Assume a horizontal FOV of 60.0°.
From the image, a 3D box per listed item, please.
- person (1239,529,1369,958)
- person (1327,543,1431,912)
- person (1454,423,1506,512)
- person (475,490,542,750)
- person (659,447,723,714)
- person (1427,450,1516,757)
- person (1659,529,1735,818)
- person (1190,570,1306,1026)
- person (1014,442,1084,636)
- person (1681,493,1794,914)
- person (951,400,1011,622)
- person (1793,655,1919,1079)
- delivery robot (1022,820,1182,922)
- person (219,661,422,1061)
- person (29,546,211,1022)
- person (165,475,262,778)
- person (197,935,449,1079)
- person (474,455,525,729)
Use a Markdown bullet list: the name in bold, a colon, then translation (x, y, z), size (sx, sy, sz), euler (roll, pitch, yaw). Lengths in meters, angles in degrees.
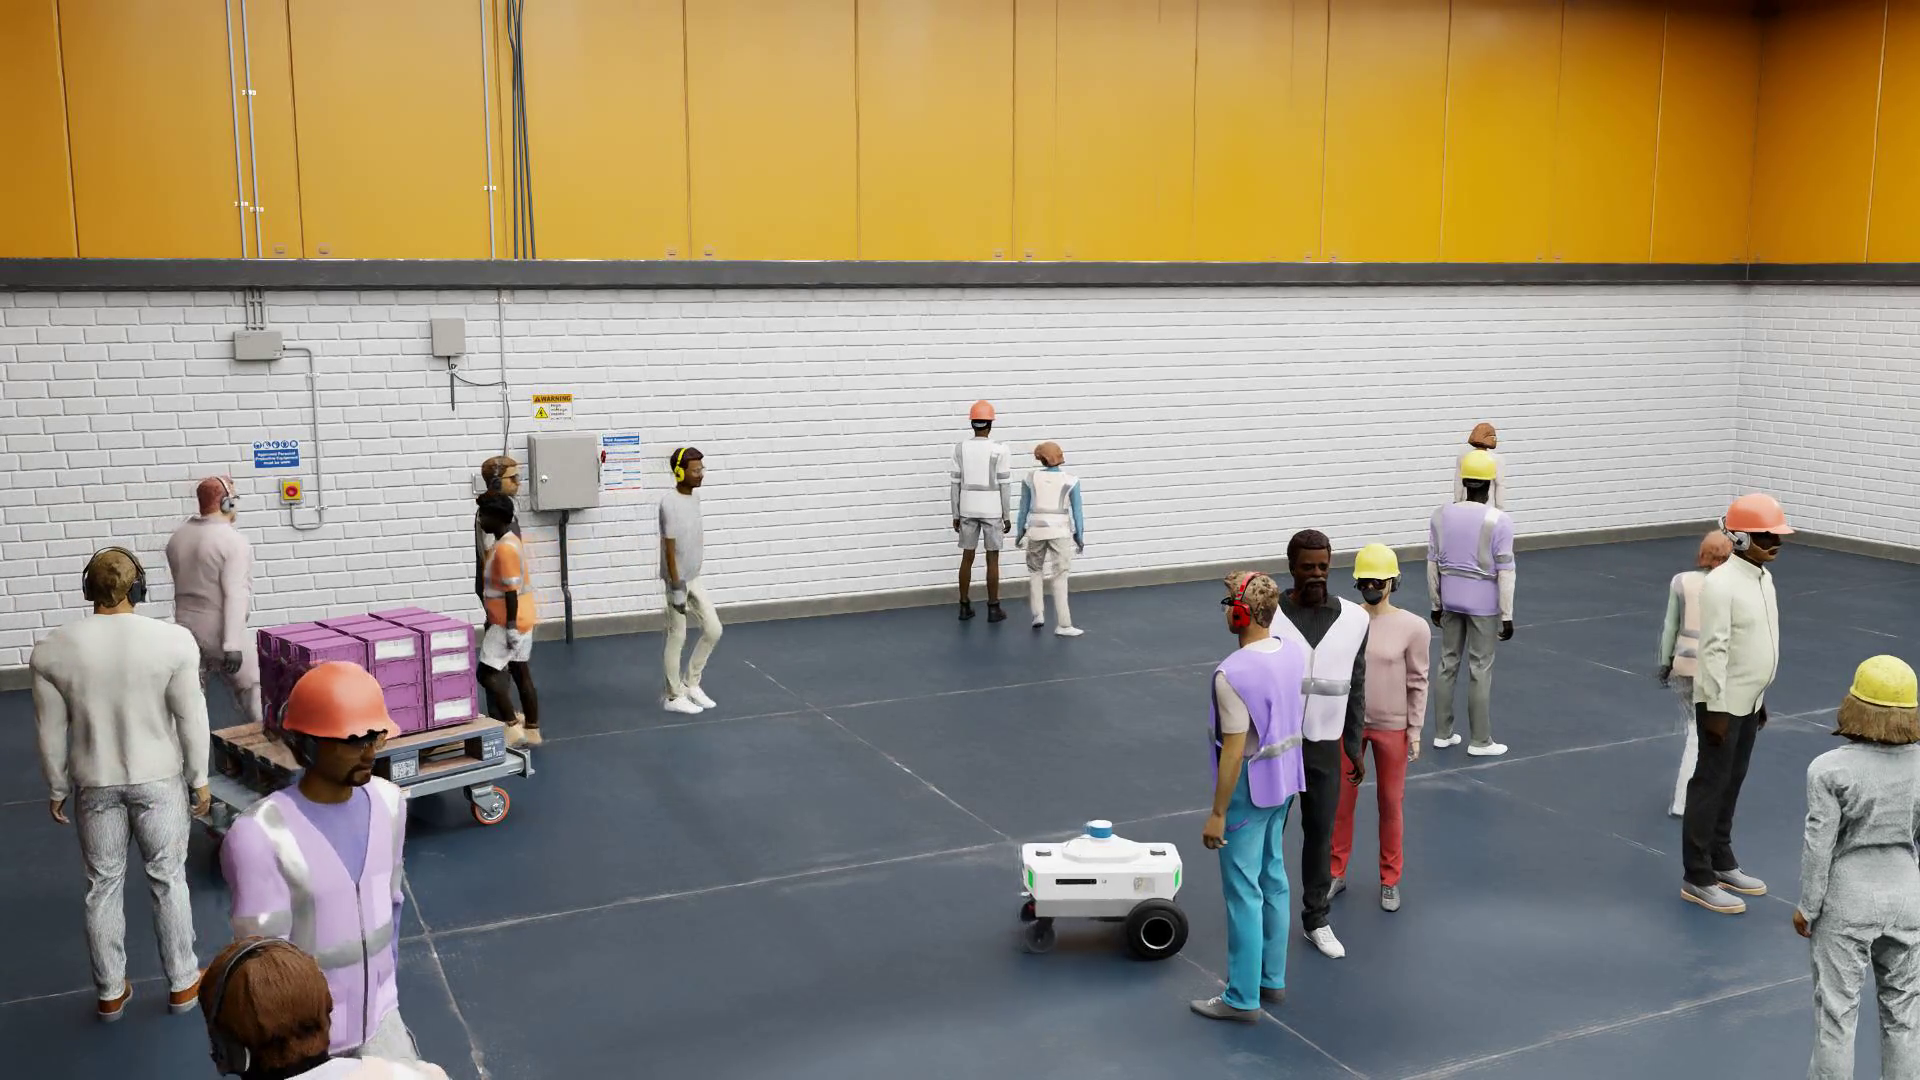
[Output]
- **person**: translation (1.510, 0.897, 7.373), size (0.592, 1.922, 0.392), euler (-1, 9, -6)
- **person**: translation (1.954, 0.885, 7.931), size (0.525, 1.769, 0.308), euler (4, 10, 24)
- **person**: translation (4.872, -0.285, 15.599), size (0.286, 1.632, 0.500), euler (-9, 13, -44)
- **person**: translation (-2.868, 0.520, 10.449), size (0.471, 1.678, 0.545), euler (-2, 9, -11)
- **person**: translation (-1.857, 0.286, 11.363), size (0.479, 1.852, 0.537), euler (4, 10, 22)
- **person**: translation (3.217, 0.398, 10.448), size (0.365, 1.928, 0.594), euler (-8, 12, -40)
- **person**: translation (4.260, 0.734, 9.337), size (0.781, 1.601, 0.538), euler (-7, 11, -36)
- **person**: translation (1.189, 1.038, 6.731), size (0.384, 1.845, 0.570), euler (7, 12, 37)
- **person**: translation (0.743, -0.013, 13.930), size (0.607, 1.616, 0.389), euler (2, 9, 14)
- **person**: translation (3.726, 0.762, 7.977), size (0.610, 1.996, 0.386), euler (-9, 13, -44)
- **person**: translation (0.192, -0.250, 14.474), size (0.545, 1.929, 0.386), euler (4, 10, 21)
- **person**: translation (3.119, 1.252, 5.723), size (0.486, 1.744, 0.294), euler (0, 9, 2)
- **delivery robot**: translation (0.631, 1.510, 7.507), size (0.707, 0.478, 0.477), euler (0, 9, -1)
- **person**: translation (-1.791, 1.305, 4.638), size (1.048, 2.000, 0.623), euler (5, 11, 29)
- **person**: translation (-3.379, 0.987, 6.760), size (0.634, 1.937, 0.355), euler (-2, 9, -14)
- **person**: translation (-4.376, 0.540, 9.840), size (0.656, 1.838, 1.047), euler (4, 10, 25)
- **person**: translation (-1.291, 1.618, 3.225), size (0.650, 1.810, 0.821), euler (-7, 12, -39)
- **person**: translation (-2.994, 0.363, 10.921), size (0.346, 1.847, 0.506), euler (-1, 9, -8)
